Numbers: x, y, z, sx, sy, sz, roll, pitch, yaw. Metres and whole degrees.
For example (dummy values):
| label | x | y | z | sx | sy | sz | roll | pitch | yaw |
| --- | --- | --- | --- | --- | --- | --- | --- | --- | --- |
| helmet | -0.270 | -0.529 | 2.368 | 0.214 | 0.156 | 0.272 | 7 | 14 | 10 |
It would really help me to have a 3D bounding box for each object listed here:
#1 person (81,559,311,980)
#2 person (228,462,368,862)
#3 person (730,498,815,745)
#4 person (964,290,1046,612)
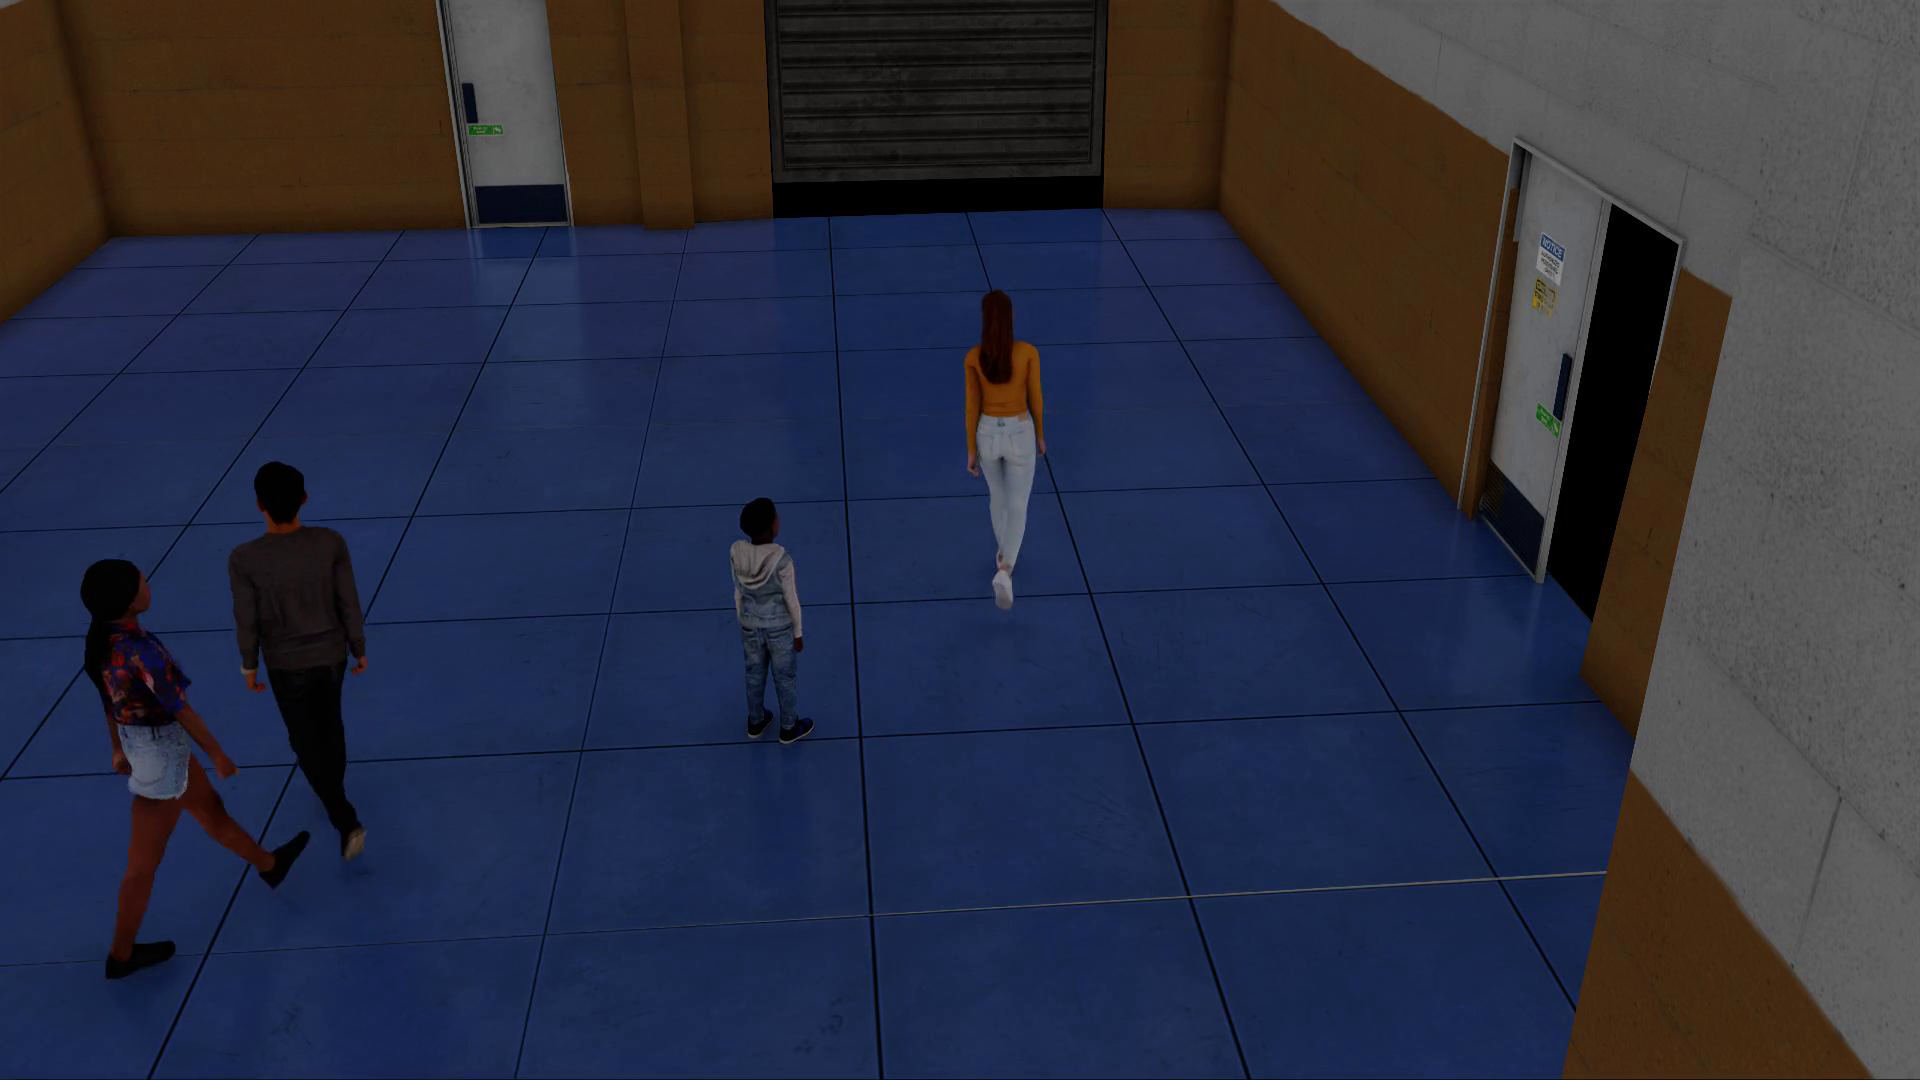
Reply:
| label | x | y | z | sx | sy | sz | roll | pitch | yaw |
| --- | --- | --- | --- | --- | --- | --- | --- | --- | --- |
| person | -3.103 | 0.905 | 6.270 | 1.121 | 1.691 | 1.167 | 20 | 33 | 34 |
| person | -2.715 | 0.538 | 6.934 | 1.088 | 1.745 | 1.038 | 5 | 27 | 9 |
| person | -0.904 | 0.379 | 7.784 | 0.536 | 1.261 | 0.617 | 10 | 29 | 19 |
| person | 0.238 | -0.460 | 8.929 | 1.091 | 1.721 | 0.778 | 3 | 27 | 5 |
